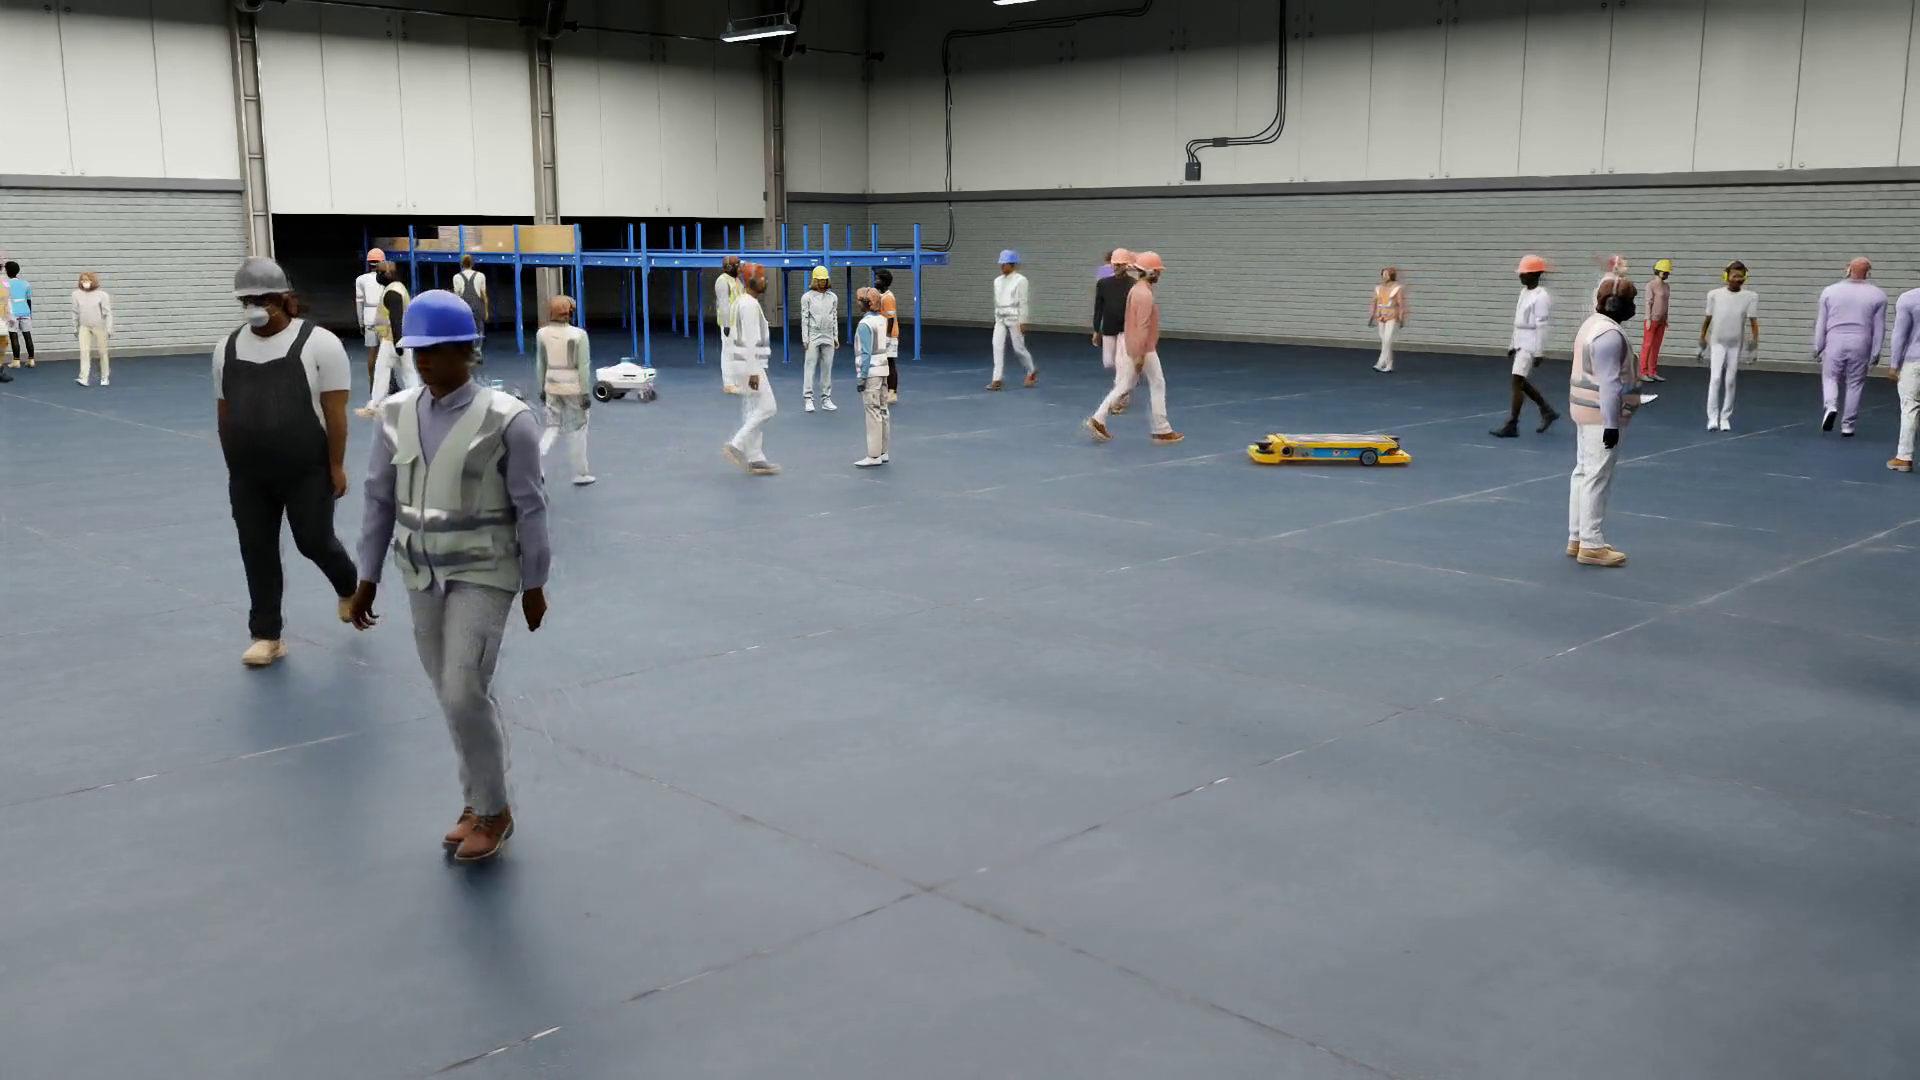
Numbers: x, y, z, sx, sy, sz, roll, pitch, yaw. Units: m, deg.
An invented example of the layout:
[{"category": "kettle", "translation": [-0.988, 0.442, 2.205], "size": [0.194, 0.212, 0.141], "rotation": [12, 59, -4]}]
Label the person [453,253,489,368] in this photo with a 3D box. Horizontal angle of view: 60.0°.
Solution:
[{"category": "person", "translation": [-7.786, -3.649, 26.505], "size": [0.526, 1.831, 0.635], "rotation": [-2, 11, -13]}]

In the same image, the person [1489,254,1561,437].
[{"category": "person", "translation": [6.025, -2.055, 17.583], "size": [0.766, 1.916, 0.571], "rotation": [0, 10, 0]}]

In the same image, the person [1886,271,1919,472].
[{"category": "person", "translation": [8.720, -1.588, 15.007], "size": [0.625, 1.930, 0.375], "rotation": [0, 10, 2]}]

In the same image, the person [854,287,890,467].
[{"category": "person", "translation": [-0.809, -1.499, 15.292], "size": [0.313, 1.642, 0.513], "rotation": [3, 11, 17]}]

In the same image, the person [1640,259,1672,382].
[{"category": "person", "translation": [10.111, -3.177, 24.115], "size": [0.524, 1.763, 0.321], "rotation": [-7, 13, -35]}]

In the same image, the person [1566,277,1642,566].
[{"category": "person", "translation": [4.192, -0.779, 10.824], "size": [0.429, 1.839, 0.633], "rotation": [2, 11, 9]}]

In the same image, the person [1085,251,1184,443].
[{"category": "person", "translation": [1.790, -1.962, 16.984], "size": [0.980, 1.962, 0.621], "rotation": [-2, 11, -10]}]

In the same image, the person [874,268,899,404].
[{"category": "person", "translation": [-0.936, -2.568, 20.964], "size": [0.322, 1.696, 0.536], "rotation": [-3, 11, -14]}]

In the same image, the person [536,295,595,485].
[{"category": "person", "translation": [-3.346, -1.239, 13.942], "size": [0.523, 1.617, 0.658], "rotation": [4, 11, 20]}]

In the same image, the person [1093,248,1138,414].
[{"category": "person", "translation": [1.943, -2.549, 20.143], "size": [0.619, 1.967, 0.836], "rotation": [5, 11, 25]}]

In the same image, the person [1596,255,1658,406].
[{"category": "person", "translation": [8.080, -2.544, 20.378], "size": [0.960, 1.855, 0.673], "rotation": [4, 11, 20]}]

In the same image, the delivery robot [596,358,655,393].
[{"category": "delivery robot", "translation": [-4.300, -2.103, 21.412], "size": [0.707, 0.478, 0.477], "rotation": [2, 11, 12]}]

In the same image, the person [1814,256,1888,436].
[{"category": "person", "translation": [9.385, -2.036, 17.546], "size": [0.662, 1.888, 0.493], "rotation": [6, 12, 29]}]

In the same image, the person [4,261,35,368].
[{"category": "person", "translation": [-15.104, -3.605, 26.621], "size": [0.315, 1.696, 0.541], "rotation": [5, 12, 27]}]

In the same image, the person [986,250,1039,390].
[{"category": "person", "translation": [0.732, -3.050, 23.008], "size": [0.615, 1.917, 0.897], "rotation": [9, 14, 41]}]

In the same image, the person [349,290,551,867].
[{"category": "person", "translation": [-1.738, 0.137, 5.589], "size": [0.616, 1.927, 0.586], "rotation": [4, 11, 22]}]

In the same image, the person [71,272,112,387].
[{"category": "person", "translation": [-12.144, -2.935, 23.240], "size": [0.533, 1.590, 0.826], "rotation": [-2, 11, -10]}]

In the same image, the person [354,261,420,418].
[{"category": "person", "translation": [-6.663, -2.311, 19.246], "size": [0.856, 1.805, 0.646], "rotation": [-2, 11, -11]}]

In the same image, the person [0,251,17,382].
[{"category": "person", "translation": [-13.823, -3.230, 23.963], "size": [0.529, 1.919, 0.580], "rotation": [0, 10, 1]}]

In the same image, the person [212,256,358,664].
[{"category": "person", "translation": [-3.403, -0.415, 8.409], "size": [0.689, 2.000, 0.760], "rotation": [0, 10, 1]}]

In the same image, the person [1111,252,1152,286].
[{"category": "person", "translation": [2.423, -3.184, 23.851], "size": [0.655, 1.883, 0.793], "rotation": [3, 11, 16]}]

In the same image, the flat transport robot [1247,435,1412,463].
[{"category": "flat transport robot", "translation": [3.474, -0.868, 15.704], "size": [1.431, 0.197, 0.652], "rotation": [0, 10, 1]}]

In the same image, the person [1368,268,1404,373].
[{"category": "person", "translation": [6.482, -3.360, 25.509], "size": [0.787, 1.602, 0.542], "rotation": [-9, 14, -40]}]

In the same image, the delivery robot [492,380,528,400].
[{"category": "delivery robot", "translation": [-5.037, -1.625, 18.096], "size": [0.335, 0.223, 0.698], "rotation": [7, 12, 33]}]

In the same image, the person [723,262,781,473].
[{"category": "person", "translation": [-1.821, -1.516, 14.743], "size": [0.423, 1.873, 0.599], "rotation": [-1, 10, -8]}]

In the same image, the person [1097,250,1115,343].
[{"category": "person", "translation": [2.929, -4.762, 32.610], "size": [0.577, 1.819, 0.860], "rotation": [4, 11, 22]}]

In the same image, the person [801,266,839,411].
[{"category": "person", "translation": [-1.681, -2.438, 20.134], "size": [0.491, 1.743, 0.324], "rotation": [-6, 12, -31]}]

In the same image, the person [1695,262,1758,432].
[{"category": "person", "translation": [8.242, -2.060, 17.851], "size": [0.591, 1.823, 0.898], "rotation": [4, 11, 20]}]

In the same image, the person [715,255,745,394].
[{"category": "person", "translation": [-3.059, -2.914, 22.458], "size": [0.429, 1.846, 0.626], "rotation": [2, 11, 11]}]

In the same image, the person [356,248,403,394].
[{"category": "person", "translation": [-7.763, -2.922, 22.250], "size": [0.553, 1.934, 0.364], "rotation": [-1, 10, -3]}]
